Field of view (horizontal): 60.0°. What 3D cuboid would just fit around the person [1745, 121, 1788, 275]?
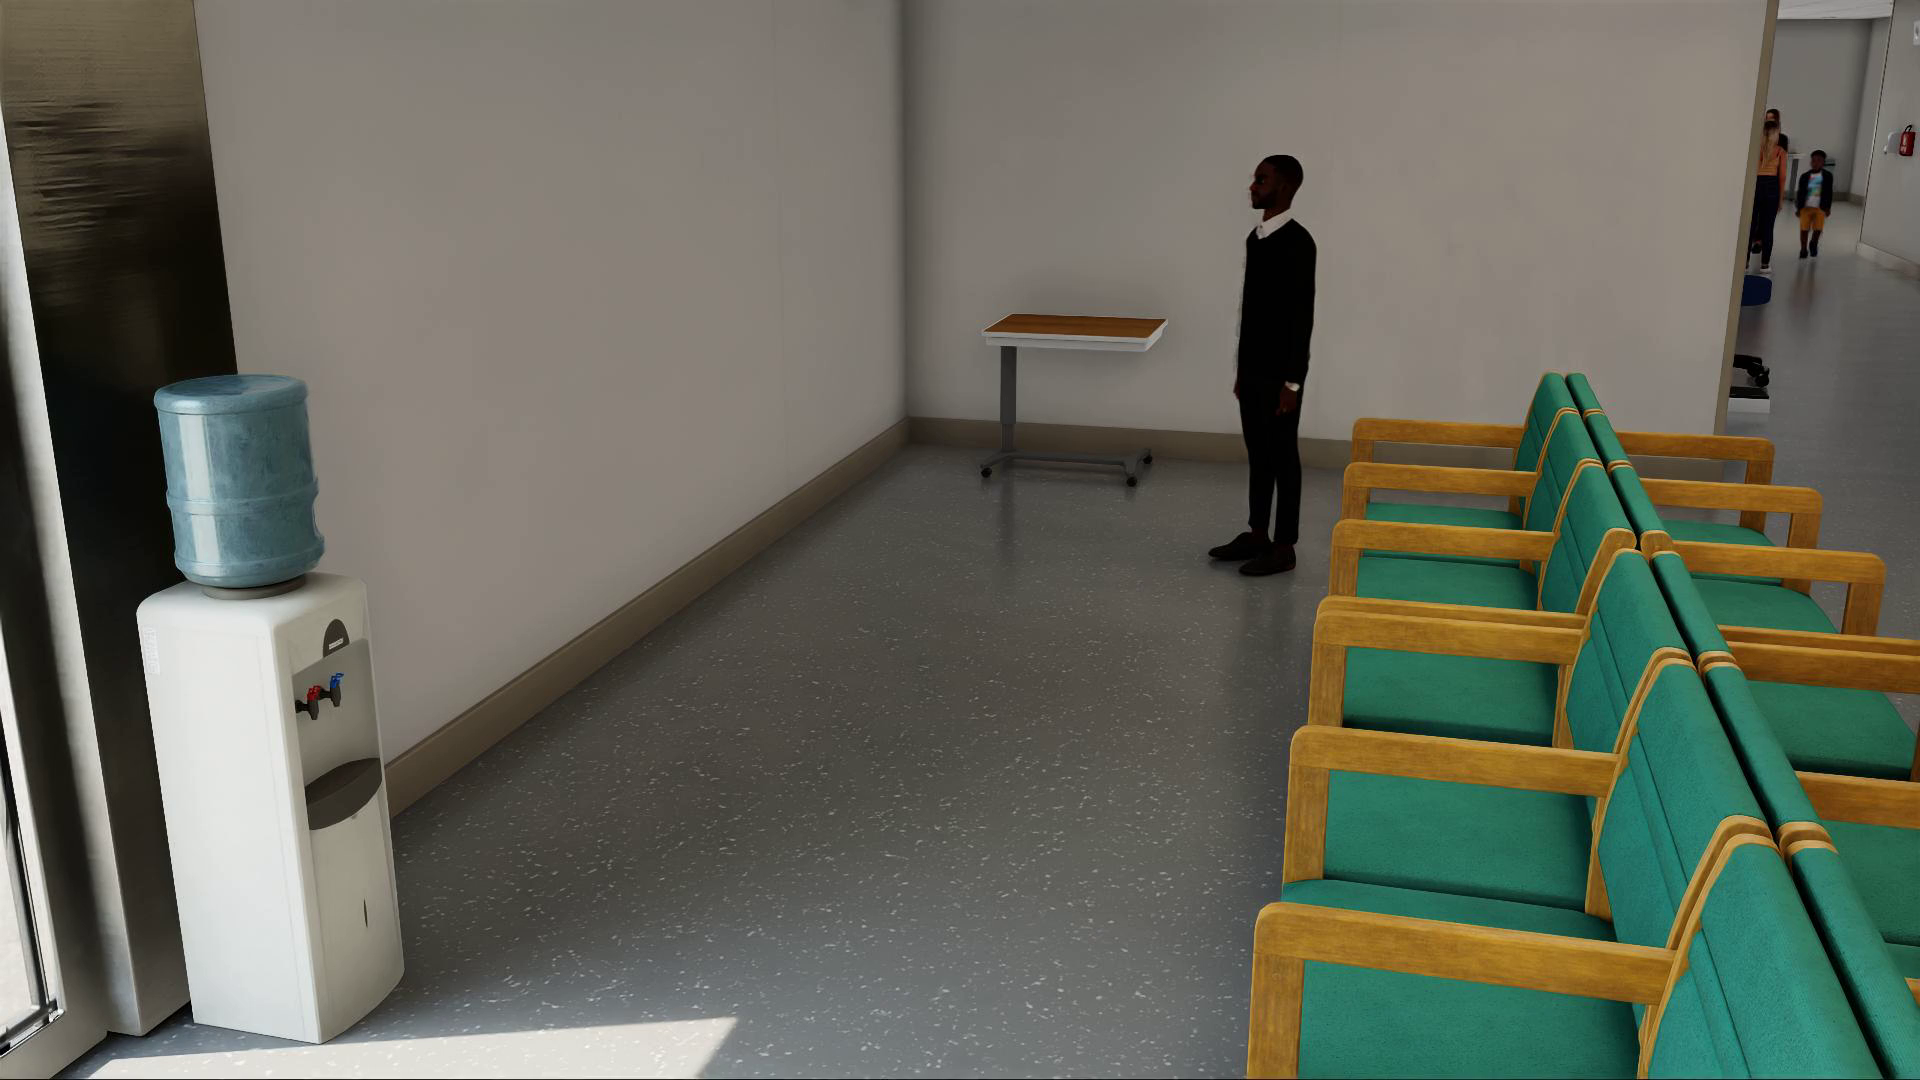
[{"bbox_3d":[8.749,-3.738,18.149,0.495,1.627,0.670,7,17,25],"label":"person"}]

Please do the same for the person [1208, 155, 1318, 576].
[{"bbox_3d":[1.376,-0.759,7.248,0.732,1.808,0.715,-5,17,-18],"label":"person"}]

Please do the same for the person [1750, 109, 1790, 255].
[{"bbox_3d":[9.751,-4.328,20.113,0.915,1.698,0.876,12,20,37],"label":"person"}]

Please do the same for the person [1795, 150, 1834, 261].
[{"bbox_3d":[9.978,-3.910,19.432,0.616,1.262,0.660,9,18,28],"label":"person"}]
